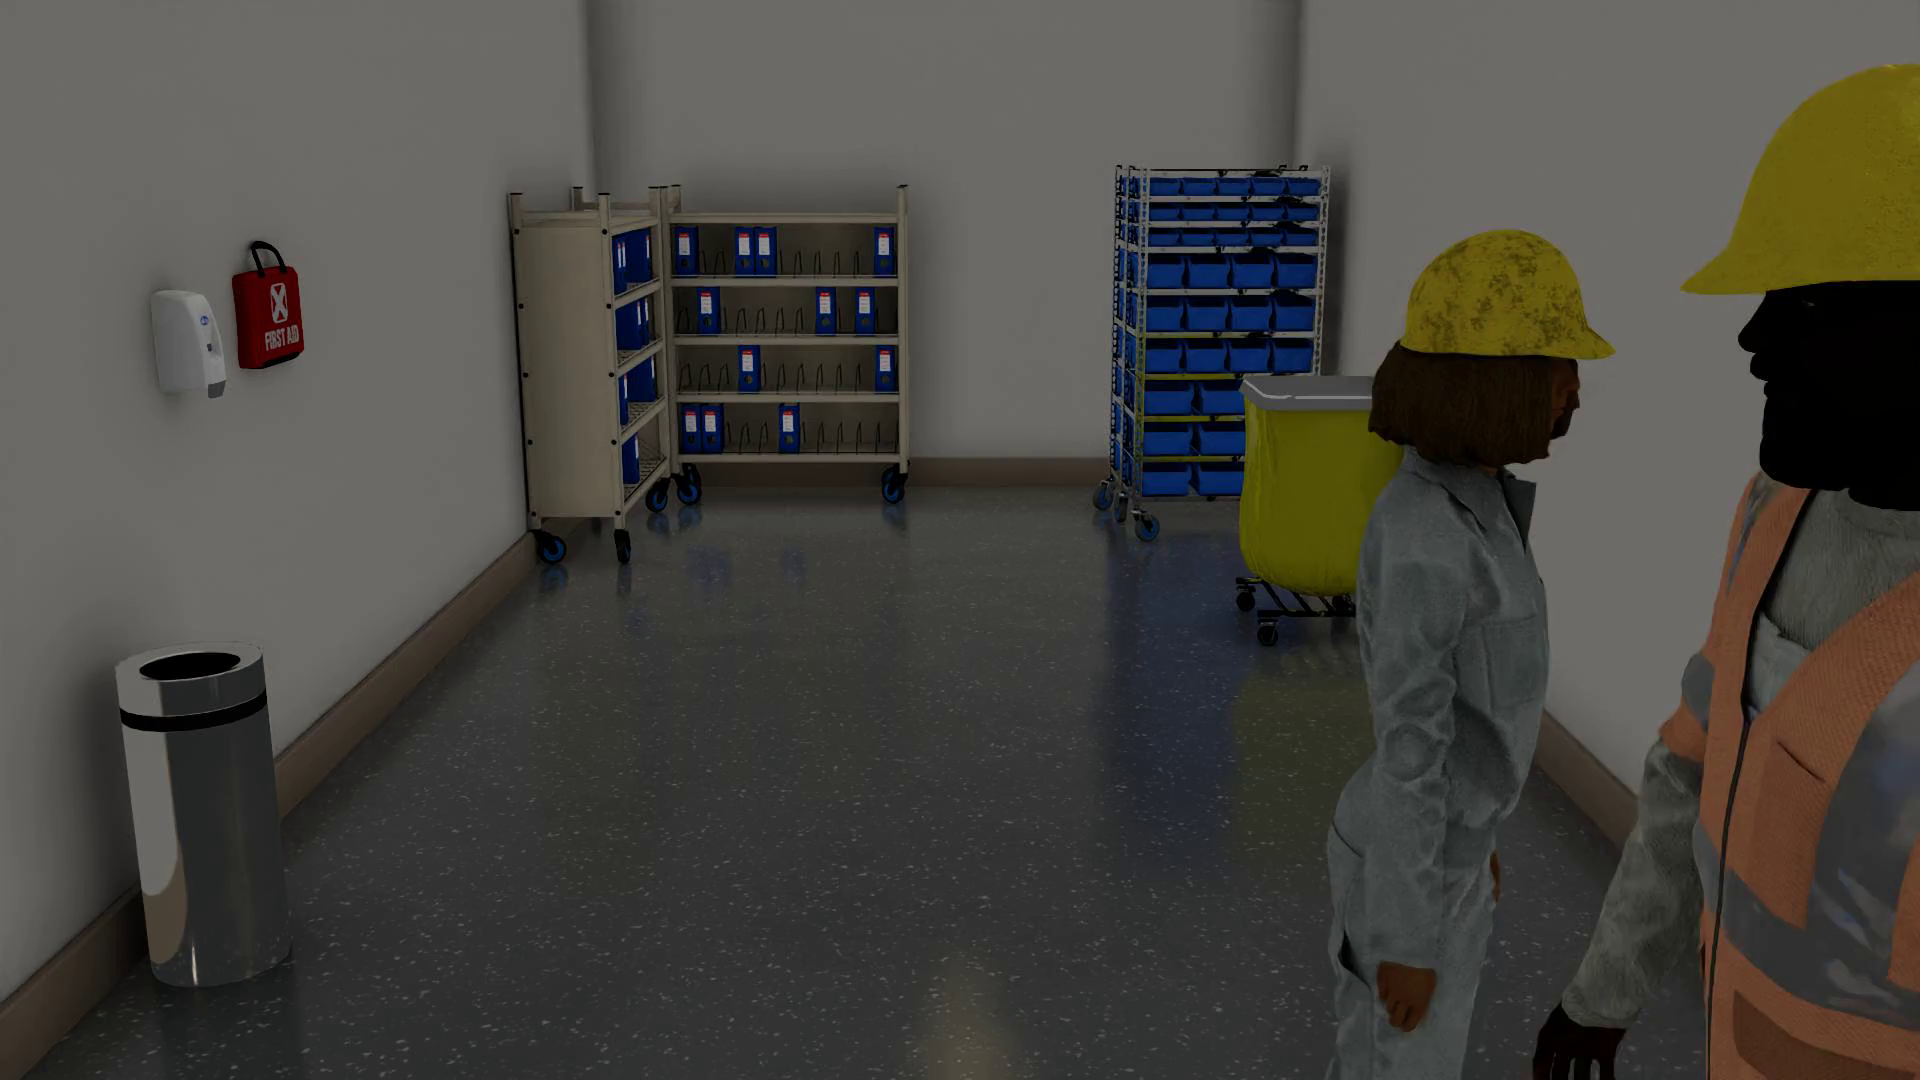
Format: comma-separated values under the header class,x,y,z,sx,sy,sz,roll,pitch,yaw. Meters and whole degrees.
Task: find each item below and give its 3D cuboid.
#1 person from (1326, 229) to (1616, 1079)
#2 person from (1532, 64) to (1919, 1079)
class,x,y,z,sx,sy,sz,roll,pitch,yaw
person,0.656,0.457,2.280,0.330,1.742,0.491,5,14,22
person,0.755,0.539,1.585,0.758,1.901,0.608,2,13,7
